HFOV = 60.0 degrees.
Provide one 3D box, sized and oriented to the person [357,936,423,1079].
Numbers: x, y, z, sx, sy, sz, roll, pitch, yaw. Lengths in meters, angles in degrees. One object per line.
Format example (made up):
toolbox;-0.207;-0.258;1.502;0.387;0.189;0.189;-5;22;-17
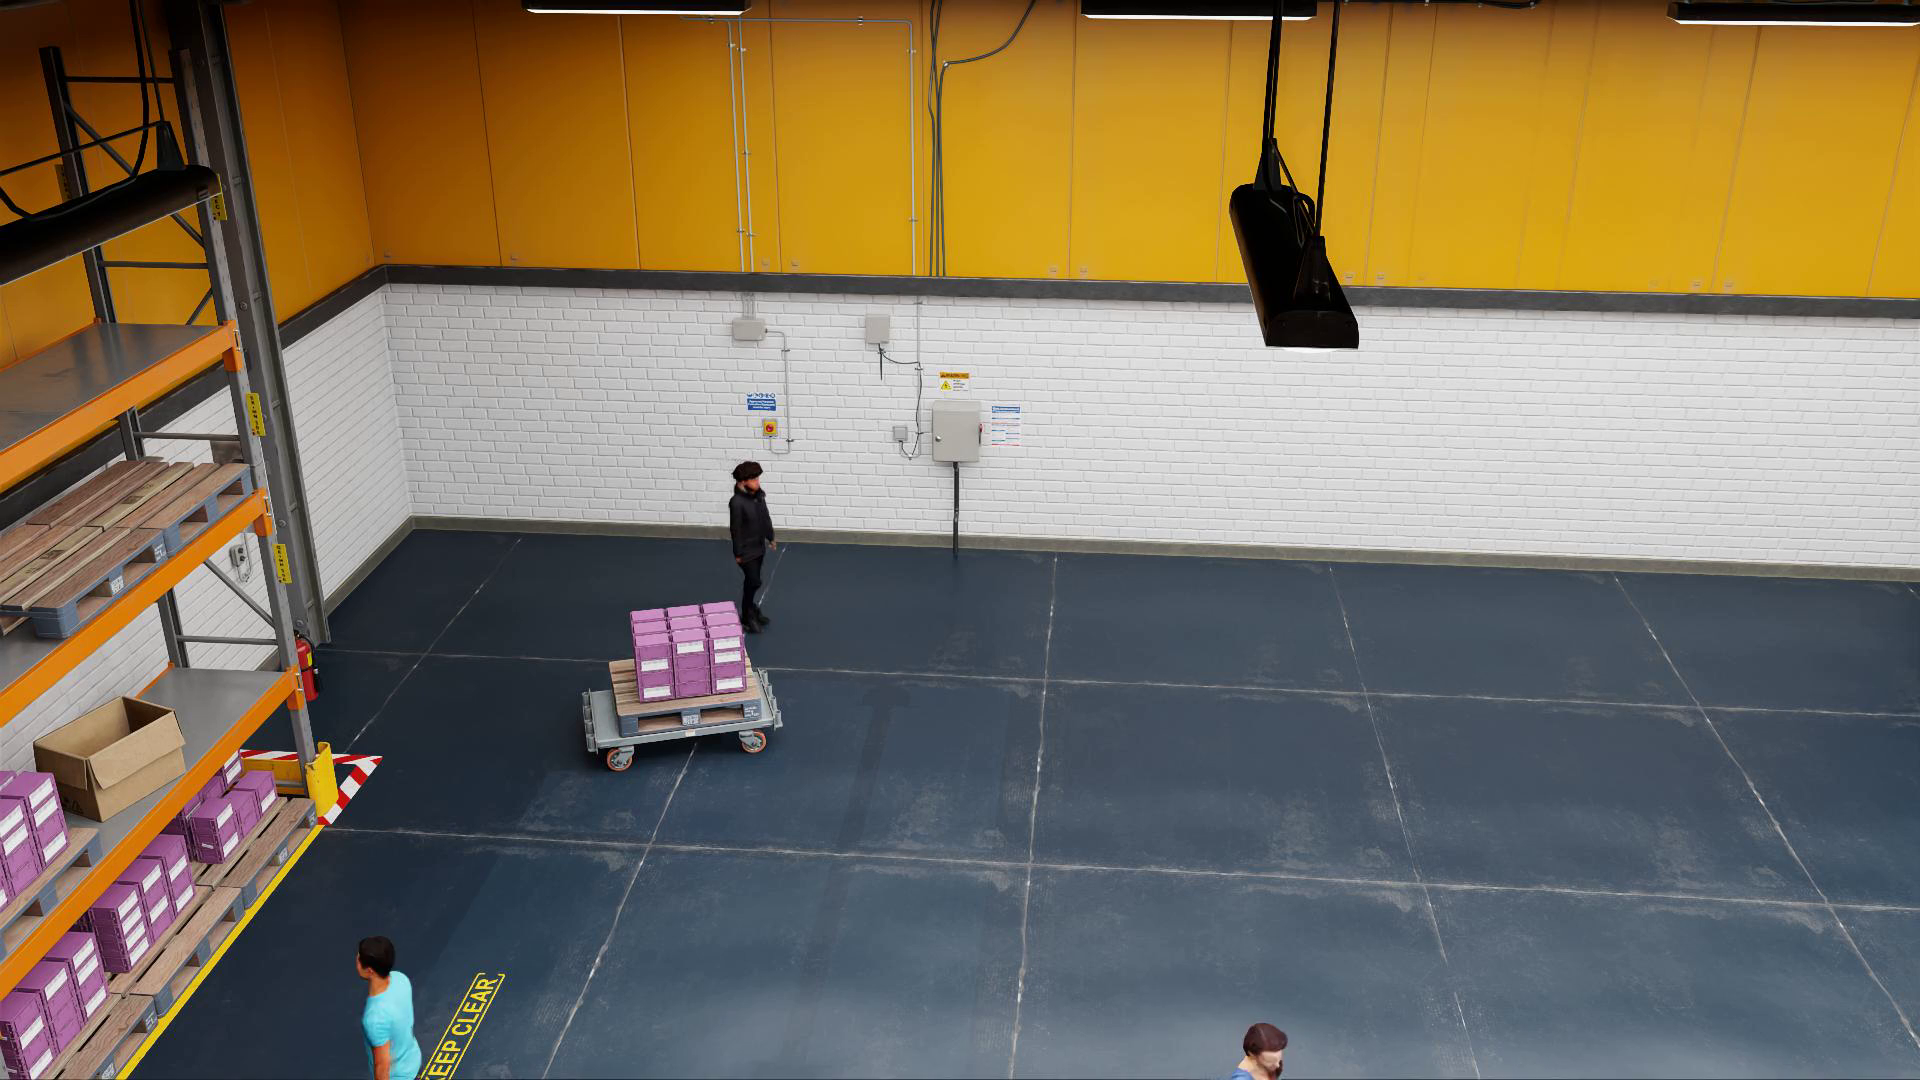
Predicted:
person;-3.190;3.029;9.462;0.734;1.770;0.497;-4;24;-8

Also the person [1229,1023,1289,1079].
person;1.444;3.258;8.954;0.944;1.758;0.935;13;27;27

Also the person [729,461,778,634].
person;-2.127;0.031;16.330;0.768;1.763;0.629;10;26;22
